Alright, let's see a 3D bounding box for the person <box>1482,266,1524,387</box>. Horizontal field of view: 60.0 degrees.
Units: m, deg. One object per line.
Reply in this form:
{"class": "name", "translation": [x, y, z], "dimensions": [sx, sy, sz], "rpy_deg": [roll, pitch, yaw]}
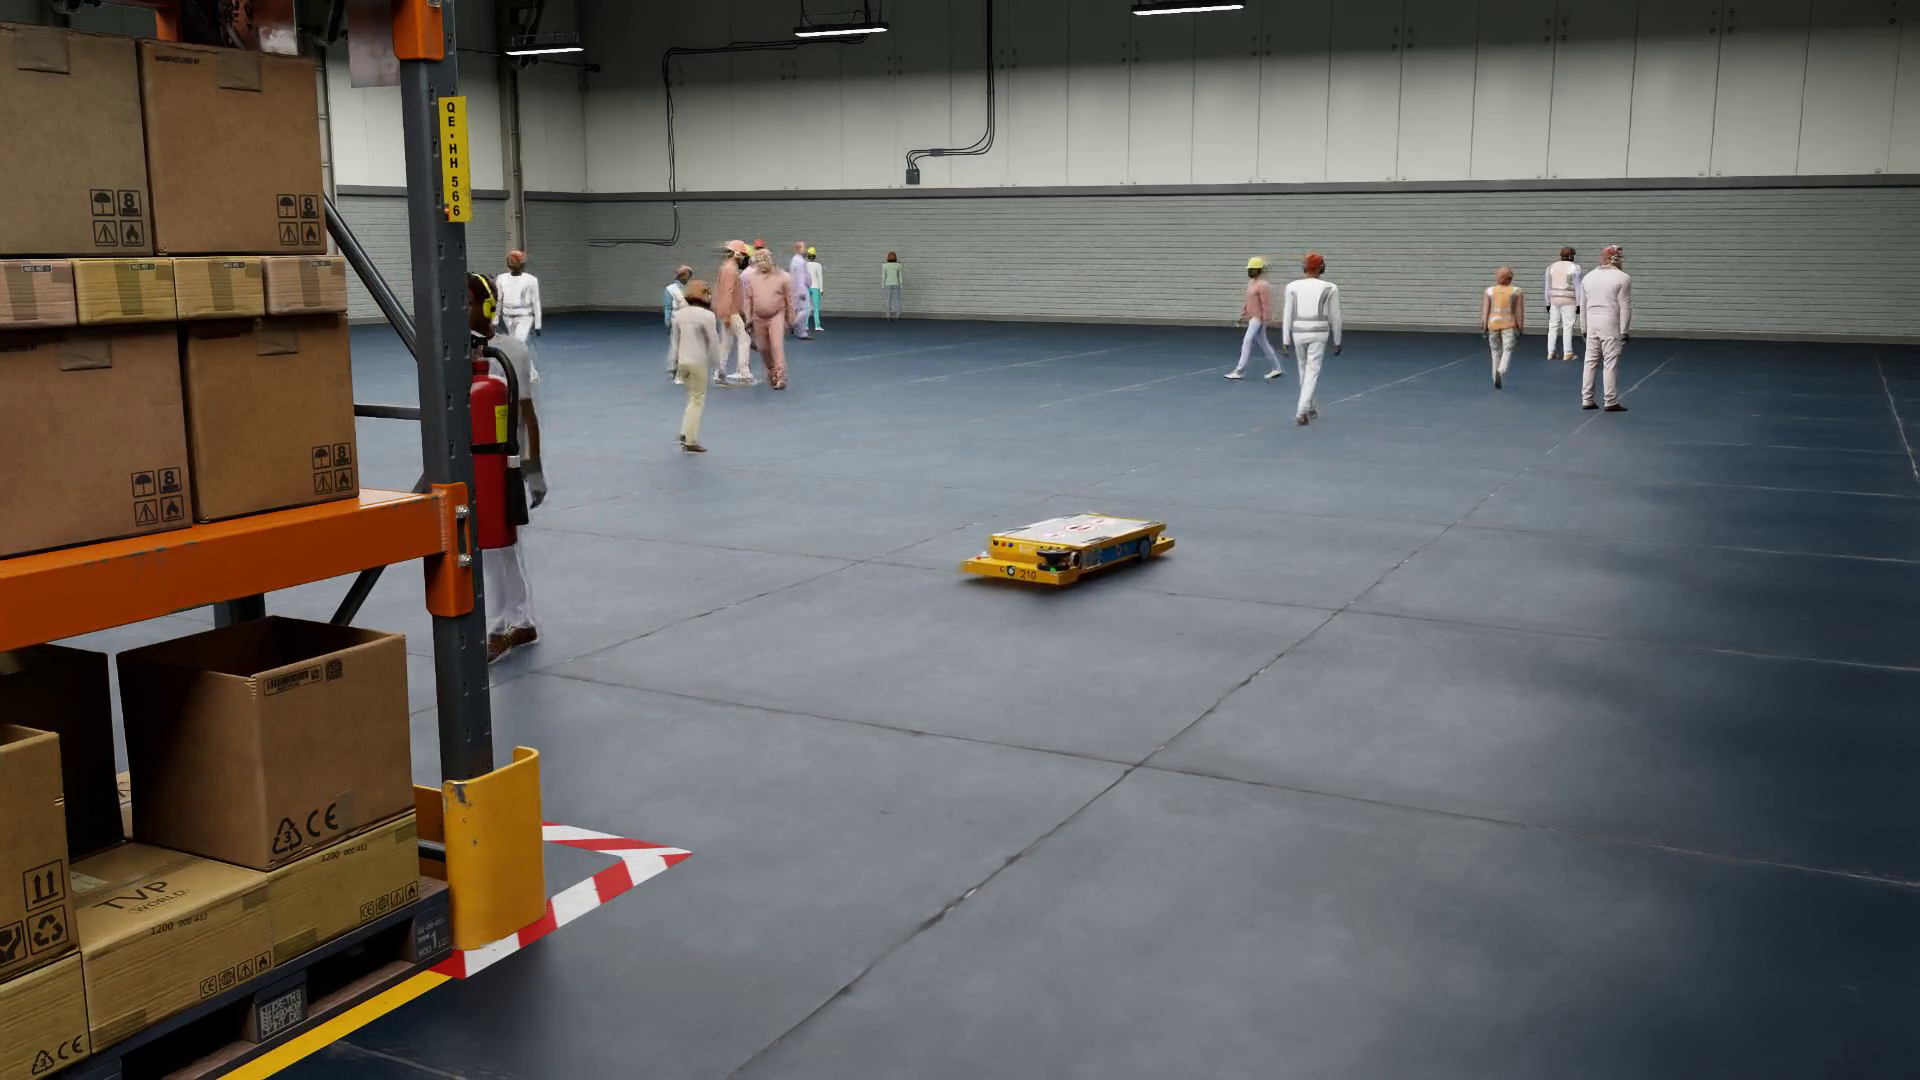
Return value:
{"class": "person", "translation": [7.185, -2.822, 22.062], "dimensions": [0.521, 1.613, 0.710], "rpy_deg": [6, 12, 29]}

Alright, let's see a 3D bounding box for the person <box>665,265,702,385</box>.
{"class": "person", "translation": [-3.775, -2.934, 22.672], "dimensions": [0.551, 1.621, 0.438], "rpy_deg": [-6, 12, -29]}

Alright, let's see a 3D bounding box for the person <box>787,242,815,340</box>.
{"class": "person", "translation": [-3.059, -4.807, 32.137], "dimensions": [0.443, 1.893, 0.674], "rpy_deg": [-2, 11, -9]}

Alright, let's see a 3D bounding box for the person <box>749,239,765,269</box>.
{"class": "person", "translation": [-4.550, -5.889, 37.924], "dimensions": [0.551, 1.941, 0.340], "rpy_deg": [-3, 11, -16]}

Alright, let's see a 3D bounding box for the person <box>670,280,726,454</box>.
{"class": "person", "translation": [-2.464, -1.608, 15.489], "dimensions": [0.505, 1.614, 0.417], "rpy_deg": [9, 14, 41]}

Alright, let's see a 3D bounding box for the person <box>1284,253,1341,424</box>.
{"class": "person", "translation": [3.800, -2.179, 17.994], "dimensions": [0.593, 1.841, 0.990], "rpy_deg": [5, 12, 26]}

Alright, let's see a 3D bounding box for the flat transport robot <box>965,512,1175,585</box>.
{"class": "flat transport robot", "translation": [0.703, 0.031, 10.205], "dimensions": [0.652, 0.197, 1.431], "rpy_deg": [7, 13, 34]}

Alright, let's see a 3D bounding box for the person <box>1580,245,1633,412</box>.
{"class": "person", "translation": [7.471, -2.436, 19.207], "dimensions": [0.400, 1.905, 0.643], "rpy_deg": [-6, 12, -31]}

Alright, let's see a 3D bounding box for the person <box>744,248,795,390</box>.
{"class": "person", "translation": [-2.501, -2.941, 22.111], "dimensions": [0.660, 1.861, 0.798], "rpy_deg": [3, 11, 17]}

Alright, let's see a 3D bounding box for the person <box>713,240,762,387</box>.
{"class": "person", "translation": [-2.977, -3.016, 22.225], "dimensions": [0.768, 1.951, 0.642], "rpy_deg": [-3, 11, -15]}

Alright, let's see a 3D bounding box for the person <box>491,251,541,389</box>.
{"class": "person", "translation": [-5.715, -2.825, 21.549], "dimensions": [0.581, 1.836, 1.005], "rpy_deg": [3, 11, 18]}

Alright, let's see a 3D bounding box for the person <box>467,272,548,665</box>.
{"class": "person", "translation": [-2.276, -0.334, 7.899], "dimensions": [0.548, 1.843, 0.710], "rpy_deg": [6, 12, 31]}

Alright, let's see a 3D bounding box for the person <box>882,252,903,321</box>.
{"class": "person", "translation": [-1.612, -6.030, 39.538], "dimensions": [0.507, 1.631, 0.274], "rpy_deg": [-1, 10, -7]}

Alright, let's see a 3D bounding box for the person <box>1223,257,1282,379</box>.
{"class": "person", "translation": [4.186, -3.124, 23.473], "dimensions": [0.919, 1.722, 0.527], "rpy_deg": [-1, 10, -8]}

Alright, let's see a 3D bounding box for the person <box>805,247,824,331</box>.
{"class": "person", "translation": [-3.143, -5.314, 35.275], "dimensions": [0.523, 1.769, 0.309], "rpy_deg": [3, 11, 16]}

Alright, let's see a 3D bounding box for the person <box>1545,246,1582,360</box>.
{"class": "person", "translation": [9.842, -3.850, 27.086], "dimensions": [0.429, 1.839, 0.634], "rpy_deg": [-9, 14, -39]}

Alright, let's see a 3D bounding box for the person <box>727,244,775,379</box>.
{"class": "person", "translation": [-2.943, -3.223, 23.480], "dimensions": [0.672, 1.909, 0.612], "rpy_deg": [0, 10, -1]}
